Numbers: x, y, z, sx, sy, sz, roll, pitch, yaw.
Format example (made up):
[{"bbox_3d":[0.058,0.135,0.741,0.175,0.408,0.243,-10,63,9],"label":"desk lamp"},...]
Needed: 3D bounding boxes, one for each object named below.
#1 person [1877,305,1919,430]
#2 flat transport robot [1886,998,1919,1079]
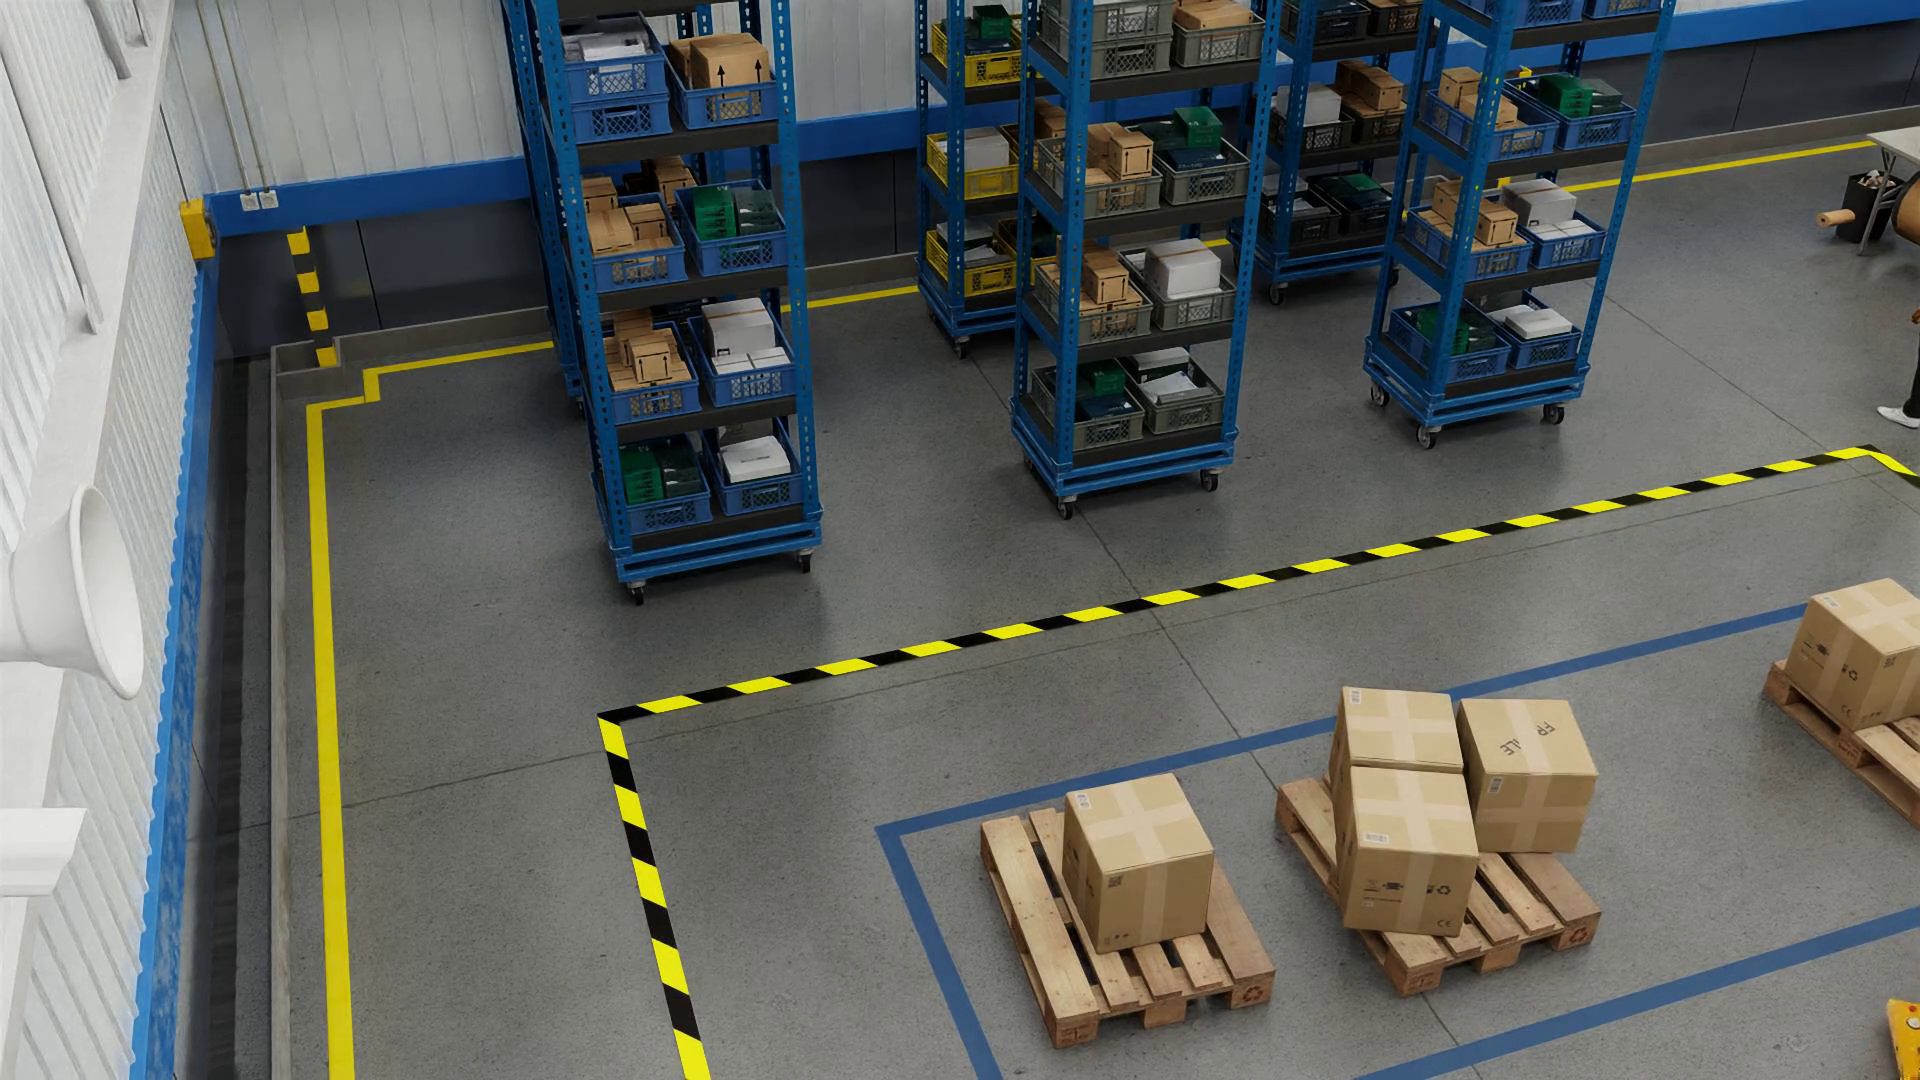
[{"bbox_3d":[6.538,-1.601,10.951,0.589,1.852,0.399,-12,37,-16],"label":"person"},{"bbox_3d":[4.647,2.268,6.816,1.431,0.197,0.652,10,36,14],"label":"flat transport robot"}]
